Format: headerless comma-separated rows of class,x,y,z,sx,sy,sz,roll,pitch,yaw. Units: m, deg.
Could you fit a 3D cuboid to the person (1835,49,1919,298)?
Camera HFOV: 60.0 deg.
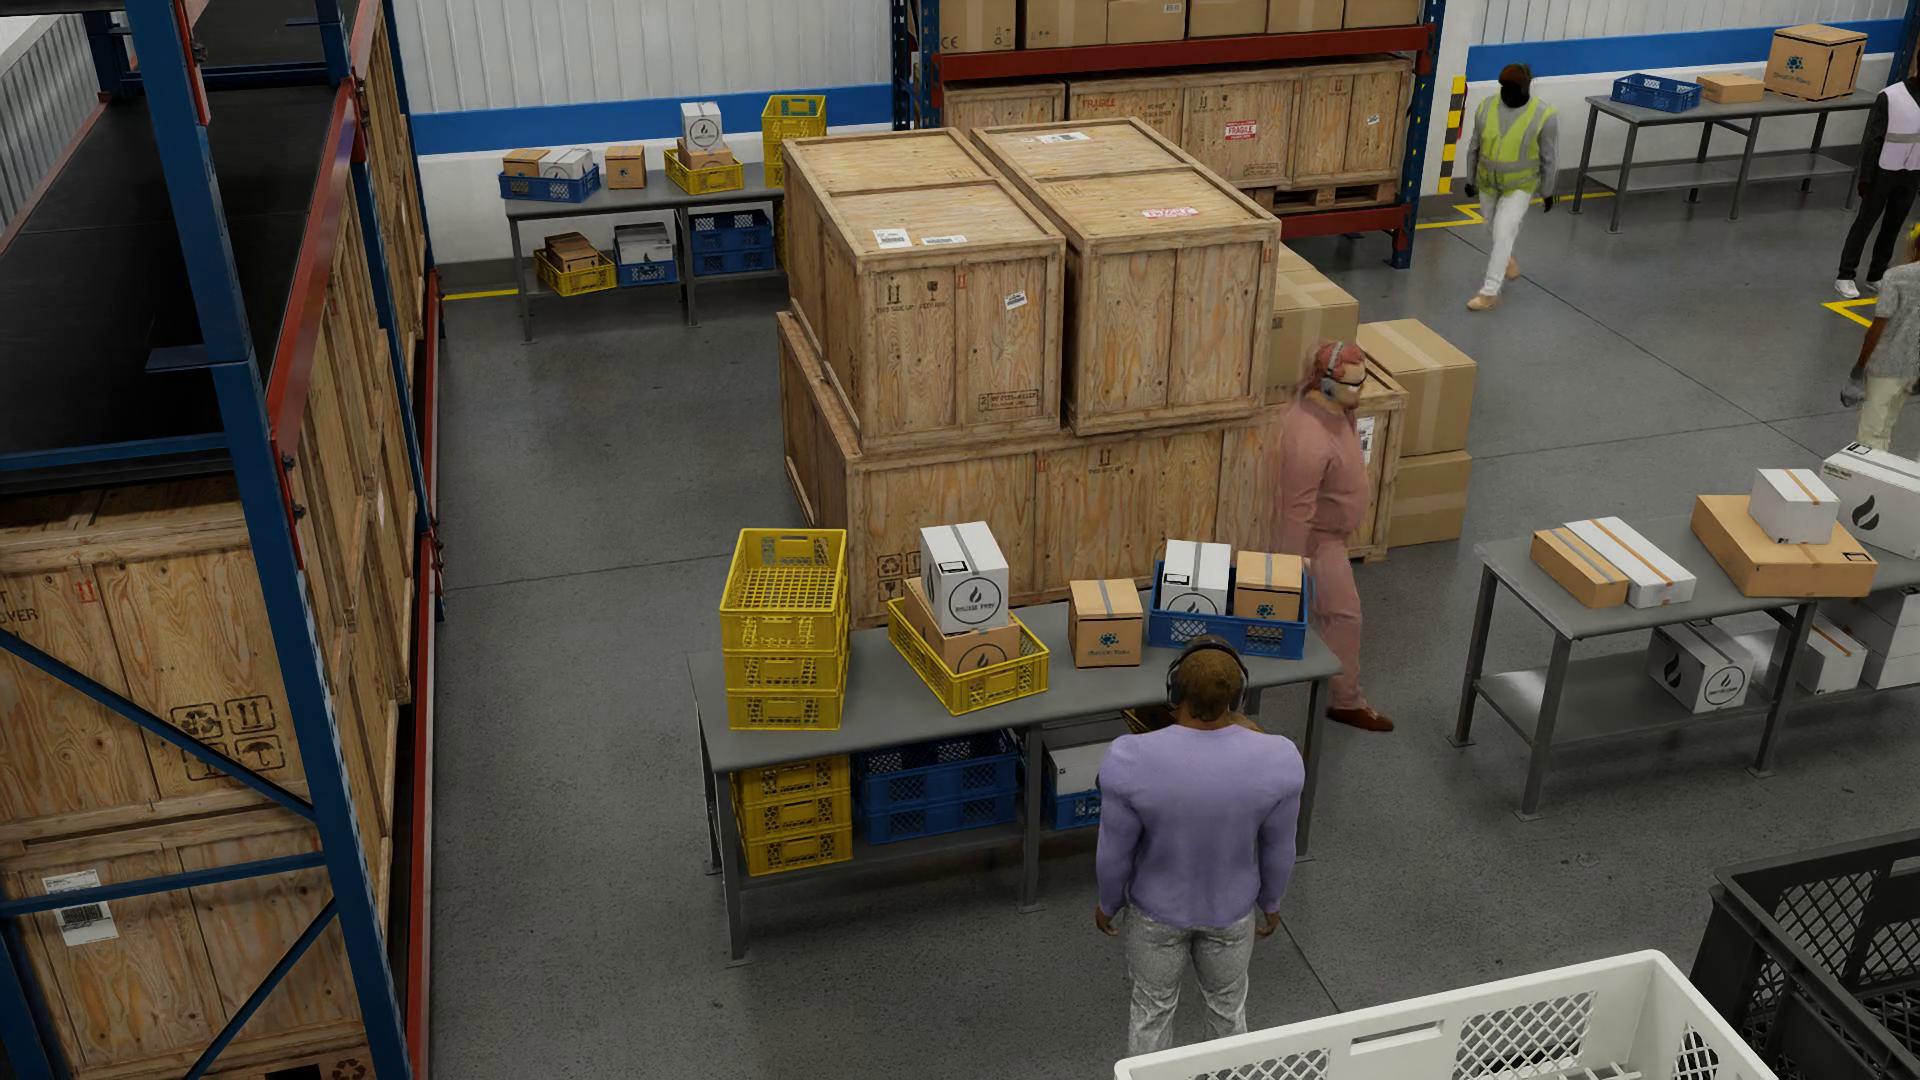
person,6.976,-2.753,12.403,0.594,1.910,0.387,-3,29,-6

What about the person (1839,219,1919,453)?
person,5.125,-0.876,9.084,0.604,1.831,0.517,-9,30,-15

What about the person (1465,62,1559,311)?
person,4.103,-2.678,12.383,0.662,1.802,0.863,24,37,37

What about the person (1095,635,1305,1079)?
person,0.732,1.144,5.297,0.627,1.940,0.372,0,29,-1

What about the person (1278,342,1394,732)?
person,1.569,-0.043,7.537,0.965,1.867,0.652,8,30,14
